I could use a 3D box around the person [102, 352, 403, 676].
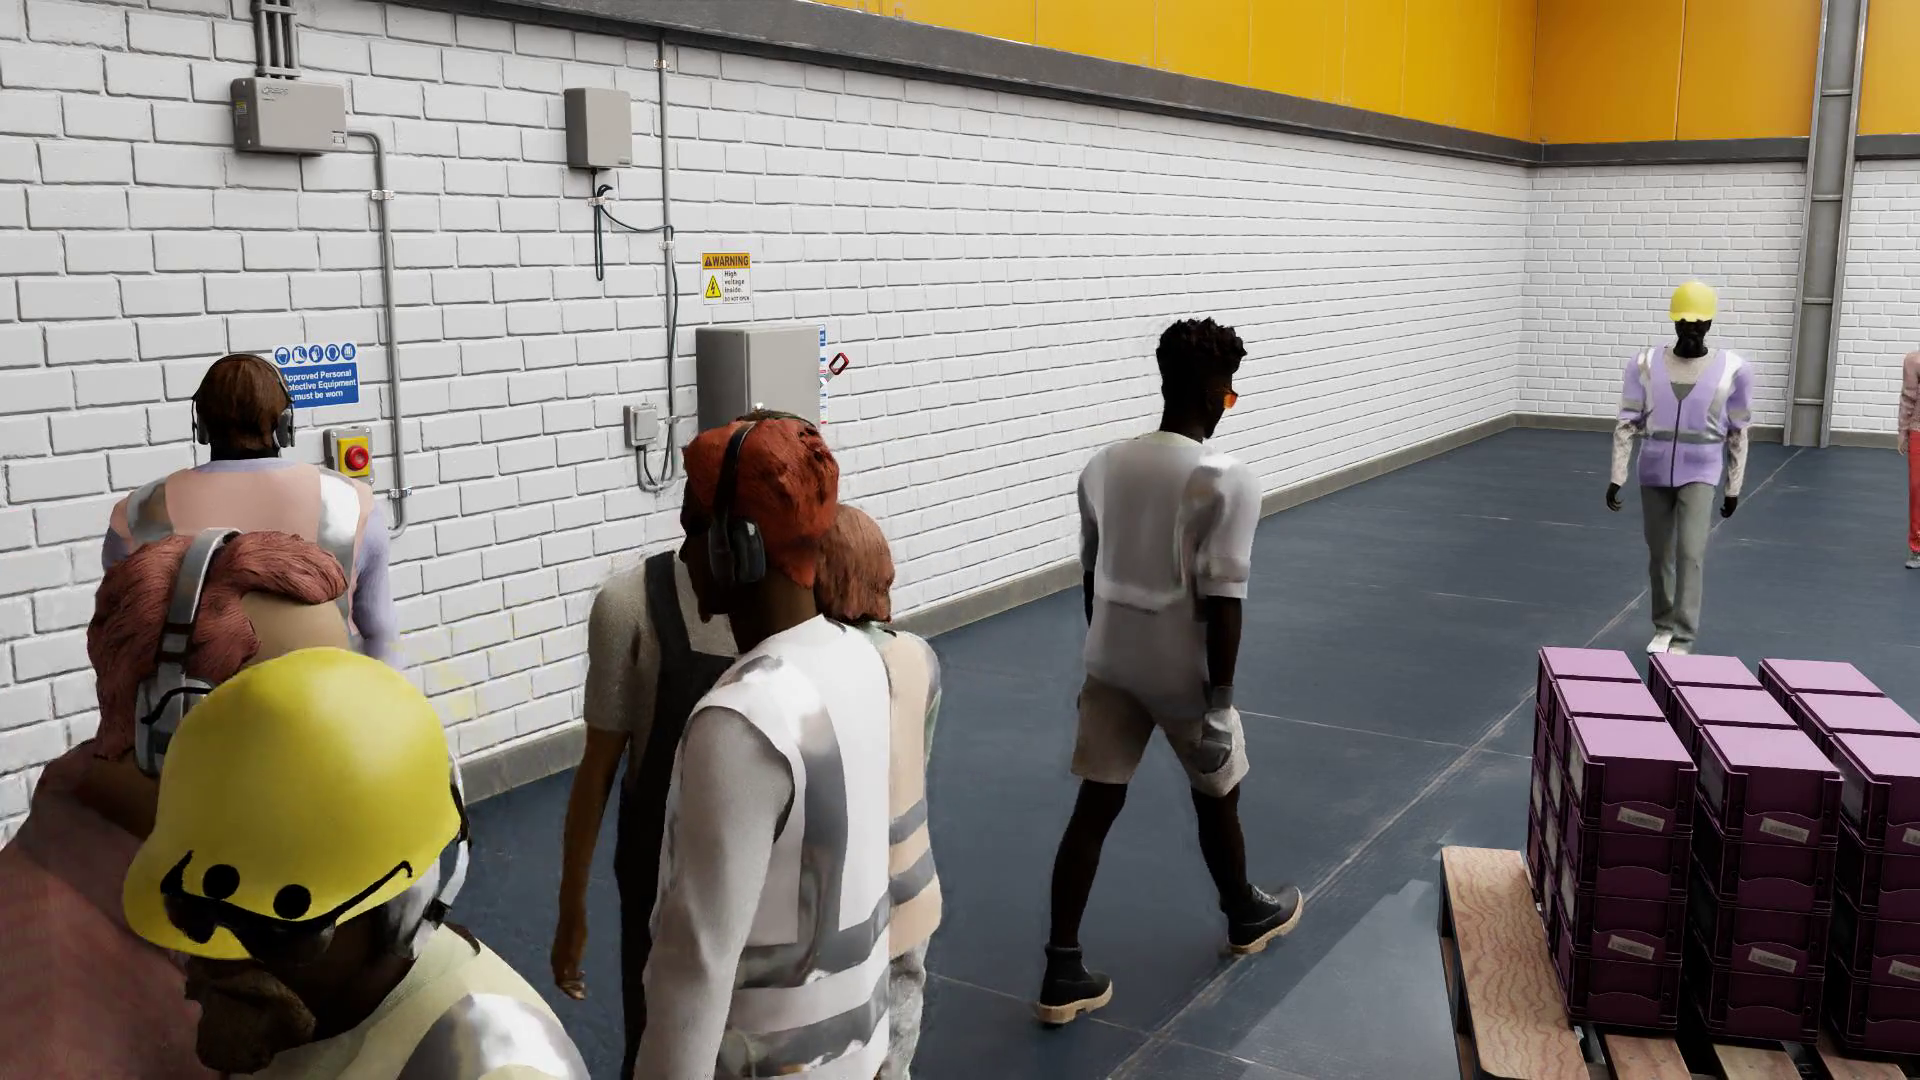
[{"bbox_3d":[-1.652,0.478,3.976,0.625,1.844,0.429,-4,11,-23],"label":"person"}]

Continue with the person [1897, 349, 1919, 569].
[{"bbox_3d":[6.349,-0.698,10.739,0.532,1.744,0.620,8,13,38],"label":"person"}]

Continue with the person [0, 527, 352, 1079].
[{"bbox_3d":[-0.822,0.905,1.643,0.847,1.843,0.665,-1,10,-4],"label":"person"}]

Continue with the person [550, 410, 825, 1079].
[{"bbox_3d":[-0.475,0.653,3.088,0.597,1.812,0.531,-5,11,-24],"label":"person"}]

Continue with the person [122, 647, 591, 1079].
[{"bbox_3d":[-0.533,0.966,1.513,0.596,1.789,0.826,10,14,43],"label":"person"}]

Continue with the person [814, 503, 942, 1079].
[{"bbox_3d":[-0.257,0.732,3.163,0.449,1.622,0.544,8,13,38],"label":"person"}]

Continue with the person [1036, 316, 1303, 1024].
[{"bbox_3d":[0.576,0.337,4.609,1.059,1.896,0.645,-10,14,-44],"label":"person"}]

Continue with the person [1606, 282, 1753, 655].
[{"bbox_3d":[3.501,-0.301,8.158,0.598,1.889,0.915,7,12,34],"label":"person"}]

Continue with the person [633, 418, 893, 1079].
[{"bbox_3d":[-0.257,0.754,2.378,0.788,1.864,0.594,2,10,11],"label":"person"}]
